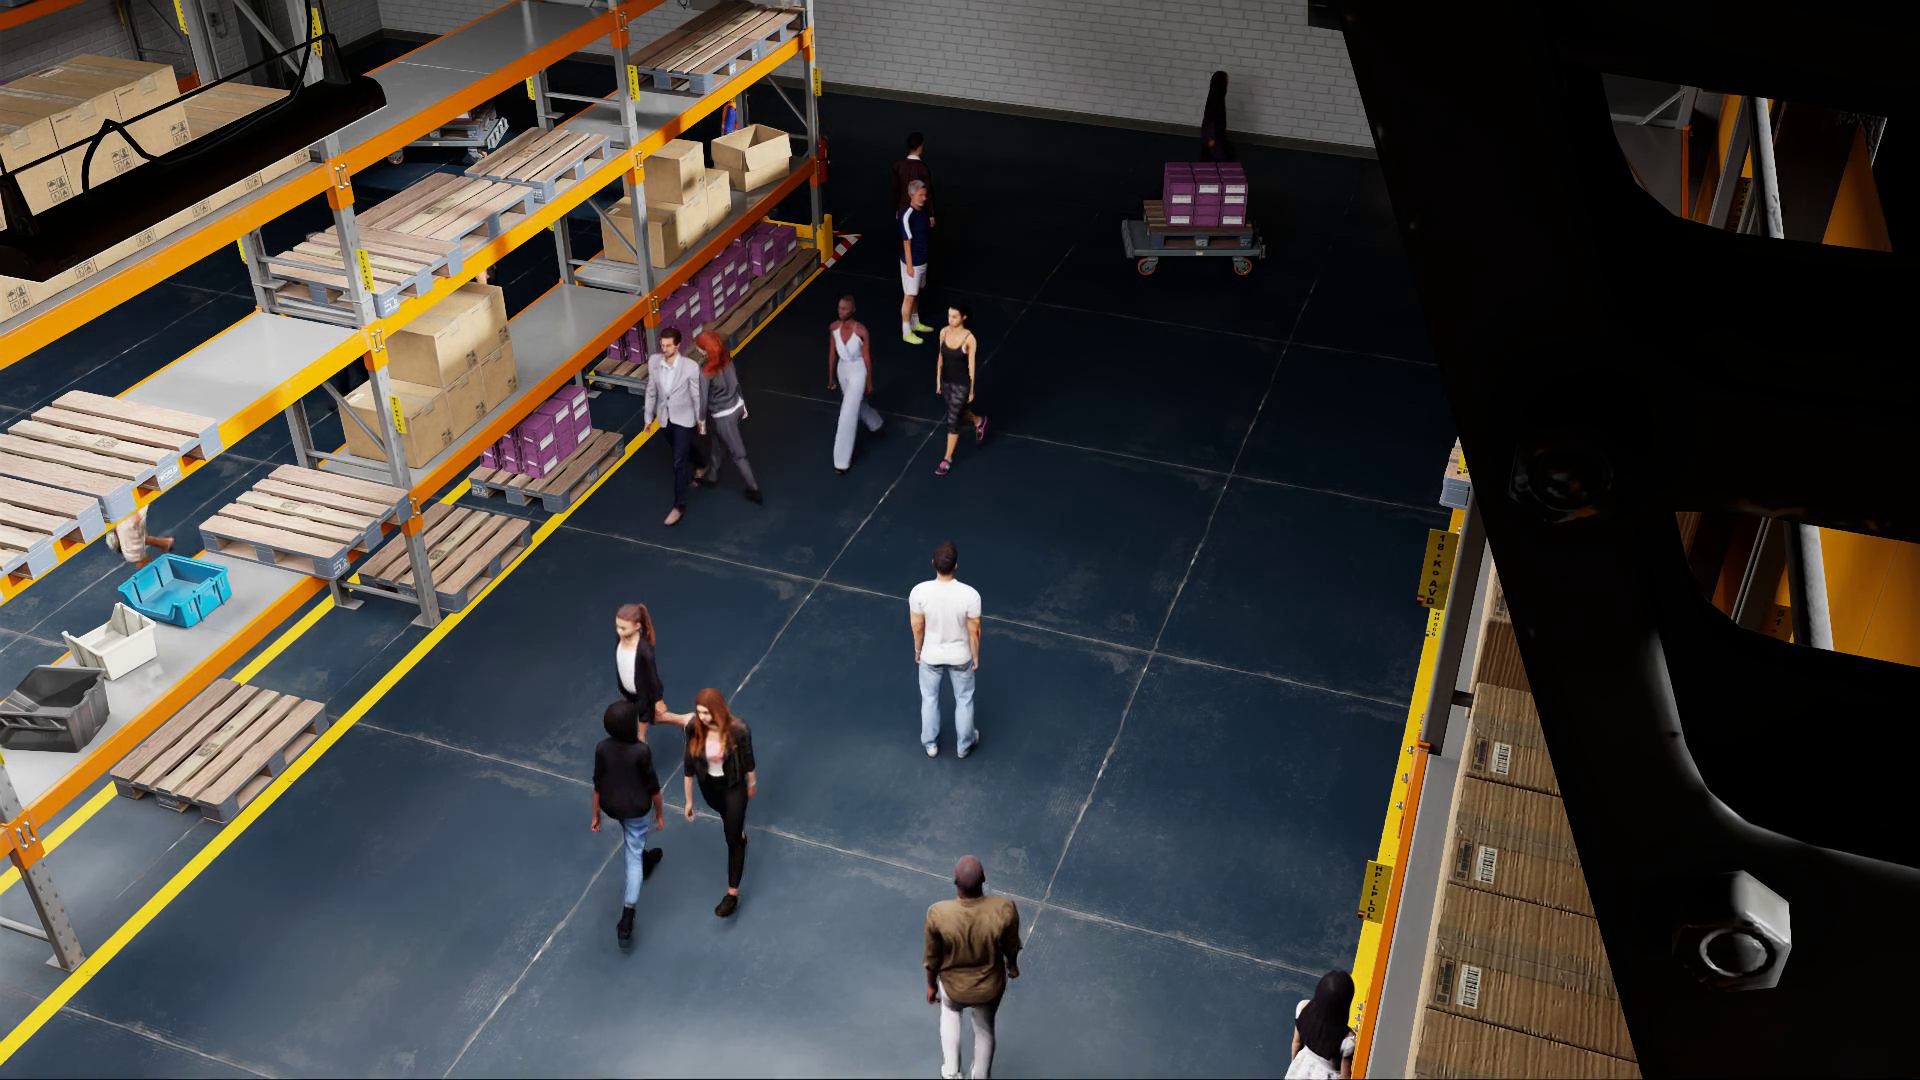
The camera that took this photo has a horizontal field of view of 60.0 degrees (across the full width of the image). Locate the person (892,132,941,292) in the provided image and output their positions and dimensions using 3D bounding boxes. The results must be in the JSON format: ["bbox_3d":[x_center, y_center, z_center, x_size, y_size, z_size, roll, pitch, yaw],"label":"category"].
[{"bbox_3d":[-0.517,-3.767,19.105,0.698,1.865,0.623,15,36,21],"label":"person"}]

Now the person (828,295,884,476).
[{"bbox_3d":[-0.973,-1.555,15.888,0.713,1.742,1.178,19,38,26],"label":"person"}]

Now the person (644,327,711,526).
[{"bbox_3d":[-2.544,-1.144,15.204,0.733,1.814,1.211,14,36,20],"label":"person"}]

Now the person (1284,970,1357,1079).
[{"bbox_3d":[1.938,2.998,9.013,0.804,1.769,0.778,-24,40,-31],"label":"person"}]

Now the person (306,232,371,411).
[{"bbox_3d":[-6.279,-2.312,16.960,0.910,1.817,1.052,22,39,29],"label":"person"}]

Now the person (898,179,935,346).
[{"bbox_3d":[-0.495,-3.051,18.054,0.685,1.835,0.479,12,35,17],"label":"person"}]

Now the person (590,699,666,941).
[{"bbox_3d":[-2.193,1.846,10.857,0.744,1.647,1.191,3,34,4],"label":"person"}]

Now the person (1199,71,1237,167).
[{"bbox_3d":[3.229,-5.305,21.647,0.776,1.612,0.775,3,34,5],"label":"person"}]

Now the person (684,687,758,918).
[{"bbox_3d":[-1.574,1.598,11.218,0.687,1.661,1.128,6,34,9],"label":"person"}]

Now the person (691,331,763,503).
[{"bbox_3d":[-2.062,-1.099,15.214,0.750,1.730,0.938,22,39,29],"label":"person"}]

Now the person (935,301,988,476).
[{"bbox_3d":[0.027,-1.496,15.836,0.796,1.701,1.125,23,40,31],"label":"person"}]

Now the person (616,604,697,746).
[{"bbox_3d":[-2.249,1.069,12.133,0.824,1.529,1.077,28,43,35],"label":"person"}]

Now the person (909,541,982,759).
[{"bbox_3d":[-0.101,0.815,12.213,0.722,1.864,0.633,3,34,5],"label":"person"}]

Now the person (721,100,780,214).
[{"bbox_3d":[-2.705,-4.929,20.890,1.041,1.824,1.250,1,34,1],"label":"person"}]

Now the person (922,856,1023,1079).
[{"bbox_3d":[0.081,2.605,9.568,0.824,1.811,0.780,0,34,-1],"label":"person"}]
